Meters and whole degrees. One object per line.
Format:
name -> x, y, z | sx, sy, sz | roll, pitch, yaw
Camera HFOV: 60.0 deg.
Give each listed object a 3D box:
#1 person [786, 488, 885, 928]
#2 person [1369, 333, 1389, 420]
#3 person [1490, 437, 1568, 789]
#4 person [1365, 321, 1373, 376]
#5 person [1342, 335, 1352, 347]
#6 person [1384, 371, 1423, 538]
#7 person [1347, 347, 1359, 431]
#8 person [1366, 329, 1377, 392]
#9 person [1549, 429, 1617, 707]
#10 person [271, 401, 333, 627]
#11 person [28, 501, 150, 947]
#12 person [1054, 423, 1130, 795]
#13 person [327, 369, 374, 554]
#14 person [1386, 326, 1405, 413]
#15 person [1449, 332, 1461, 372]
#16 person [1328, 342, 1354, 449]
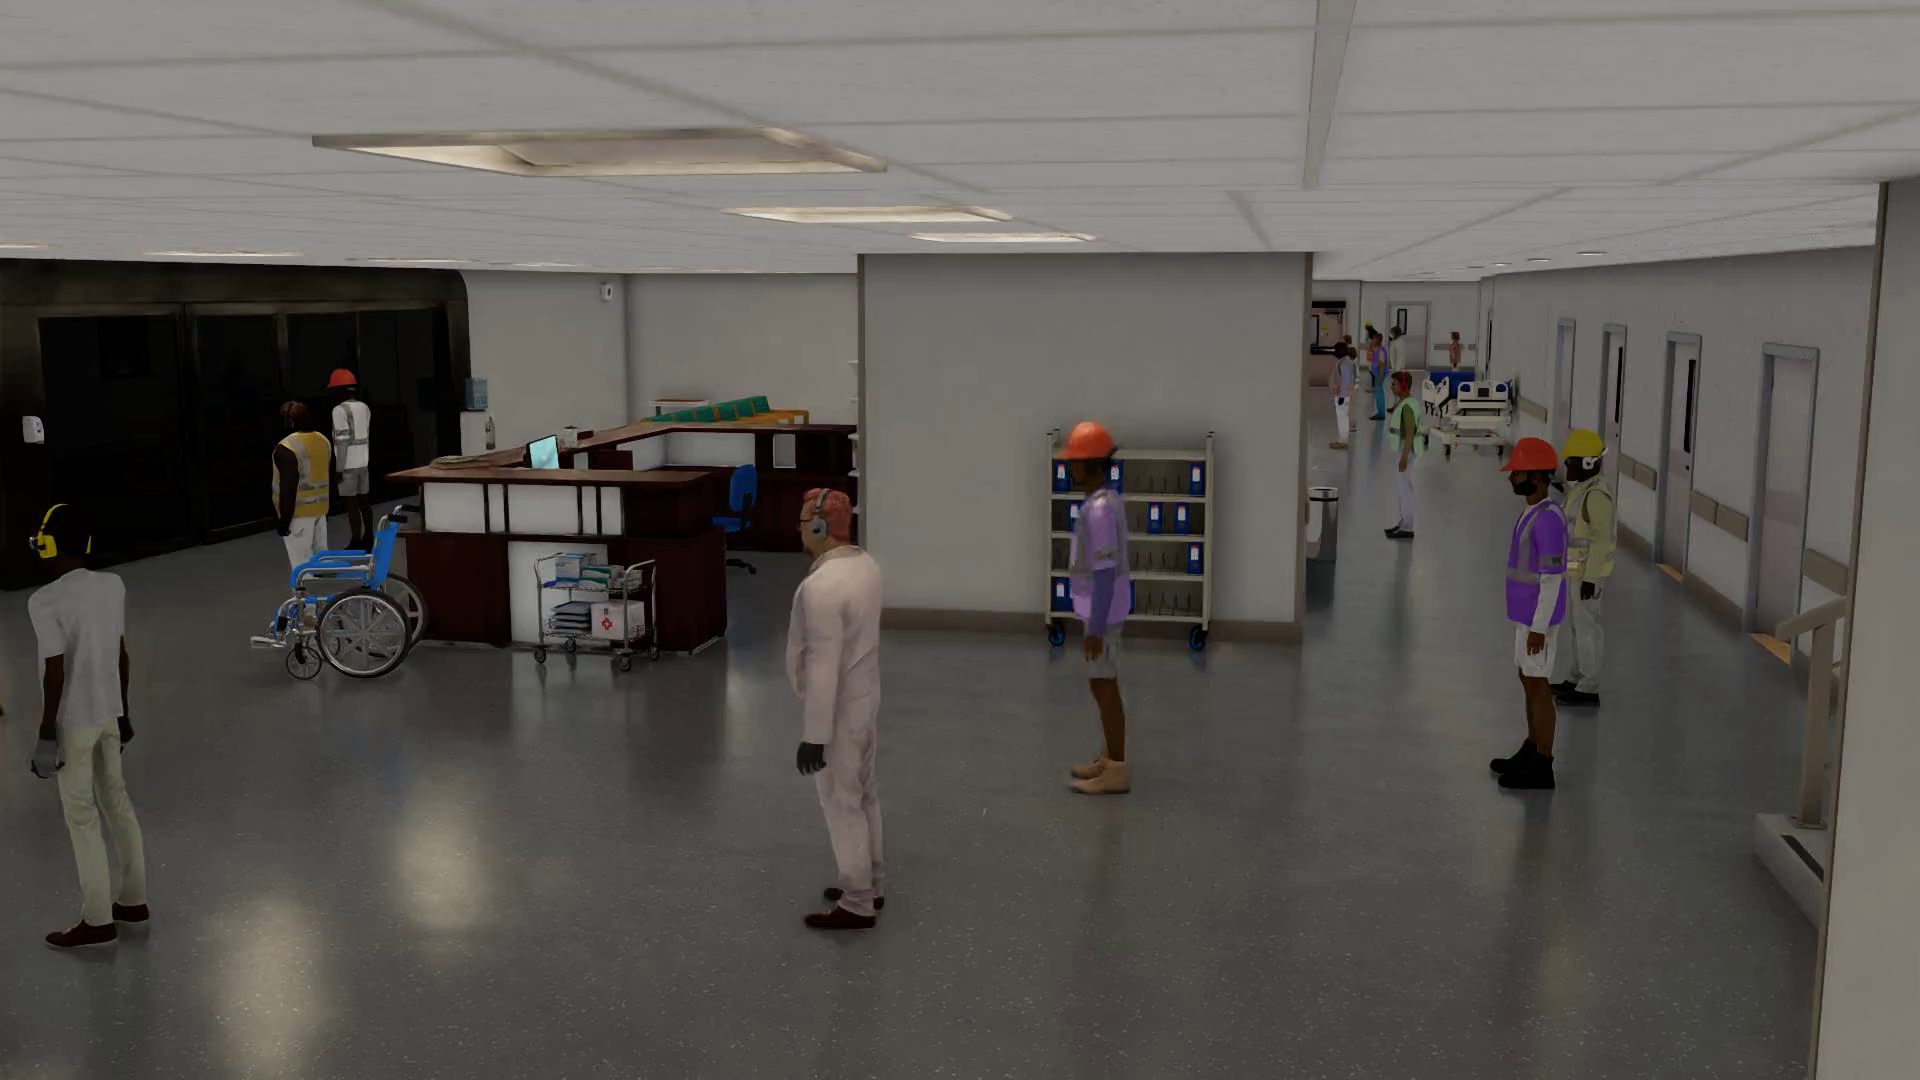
person -> -0.532, 0.731, 7.167 | 0.444, 1.895, 0.690 | 2, 9, 15
person -> 8.822, -3.433, 35.005 | 0.401, 1.830, 0.604 | 1, 9, 5
person -> 3.127, 0.403, 9.151 | 0.373, 1.934, 0.551 | 2, 9, 11
person -> 12.925, -6.024, 52.506 | 0.378, 1.731, 0.505 | 3, 9, 18
person -> 9.458, -4.193, 40.635 | 0.310, 1.638, 0.522 | 2, 9, 11
person -> 4.925, -0.943, 18.397 | 0.373, 1.840, 0.570 | 2, 9, 11
person -> 7.562, -2.916, 32.168 | 0.310, 1.636, 0.522 | 2, 9, 11
person -> 10.979, -4.772, 44.286 | 0.317, 1.695, 0.540 | 2, 9, 11
person -> 4.095, 0.183, 10.966 | 0.404, 1.827, 0.600 | 2, 9, 11
person -> -5.372, -0.215, 13.570 | 0.429, 1.841, 0.633 | 2, 9, 11
person -> -3.670, 0.768, 6.954 | 0.310, 1.868, 0.533 | 2, 9, 11
person -> 0.719, 0.385, 9.022 | 0.445, 2.029, 0.644 | 1, 9, 5
person -> -6.269, -0.787, 17.056 | 0.378, 1.932, 0.551 | 2, 9, 11
person -> 9.714, -3.794, 37.000 | 0.356, 1.936, 0.635 | 2, 9, 11
person -> 12.985, -4.645, 43.632 | 0.310, 1.638, 0.522 | 2, 9, 11
person -> 6.572, -2.496, 28.711 | 0.429, 1.839, 0.633 | 2, 9, 11
